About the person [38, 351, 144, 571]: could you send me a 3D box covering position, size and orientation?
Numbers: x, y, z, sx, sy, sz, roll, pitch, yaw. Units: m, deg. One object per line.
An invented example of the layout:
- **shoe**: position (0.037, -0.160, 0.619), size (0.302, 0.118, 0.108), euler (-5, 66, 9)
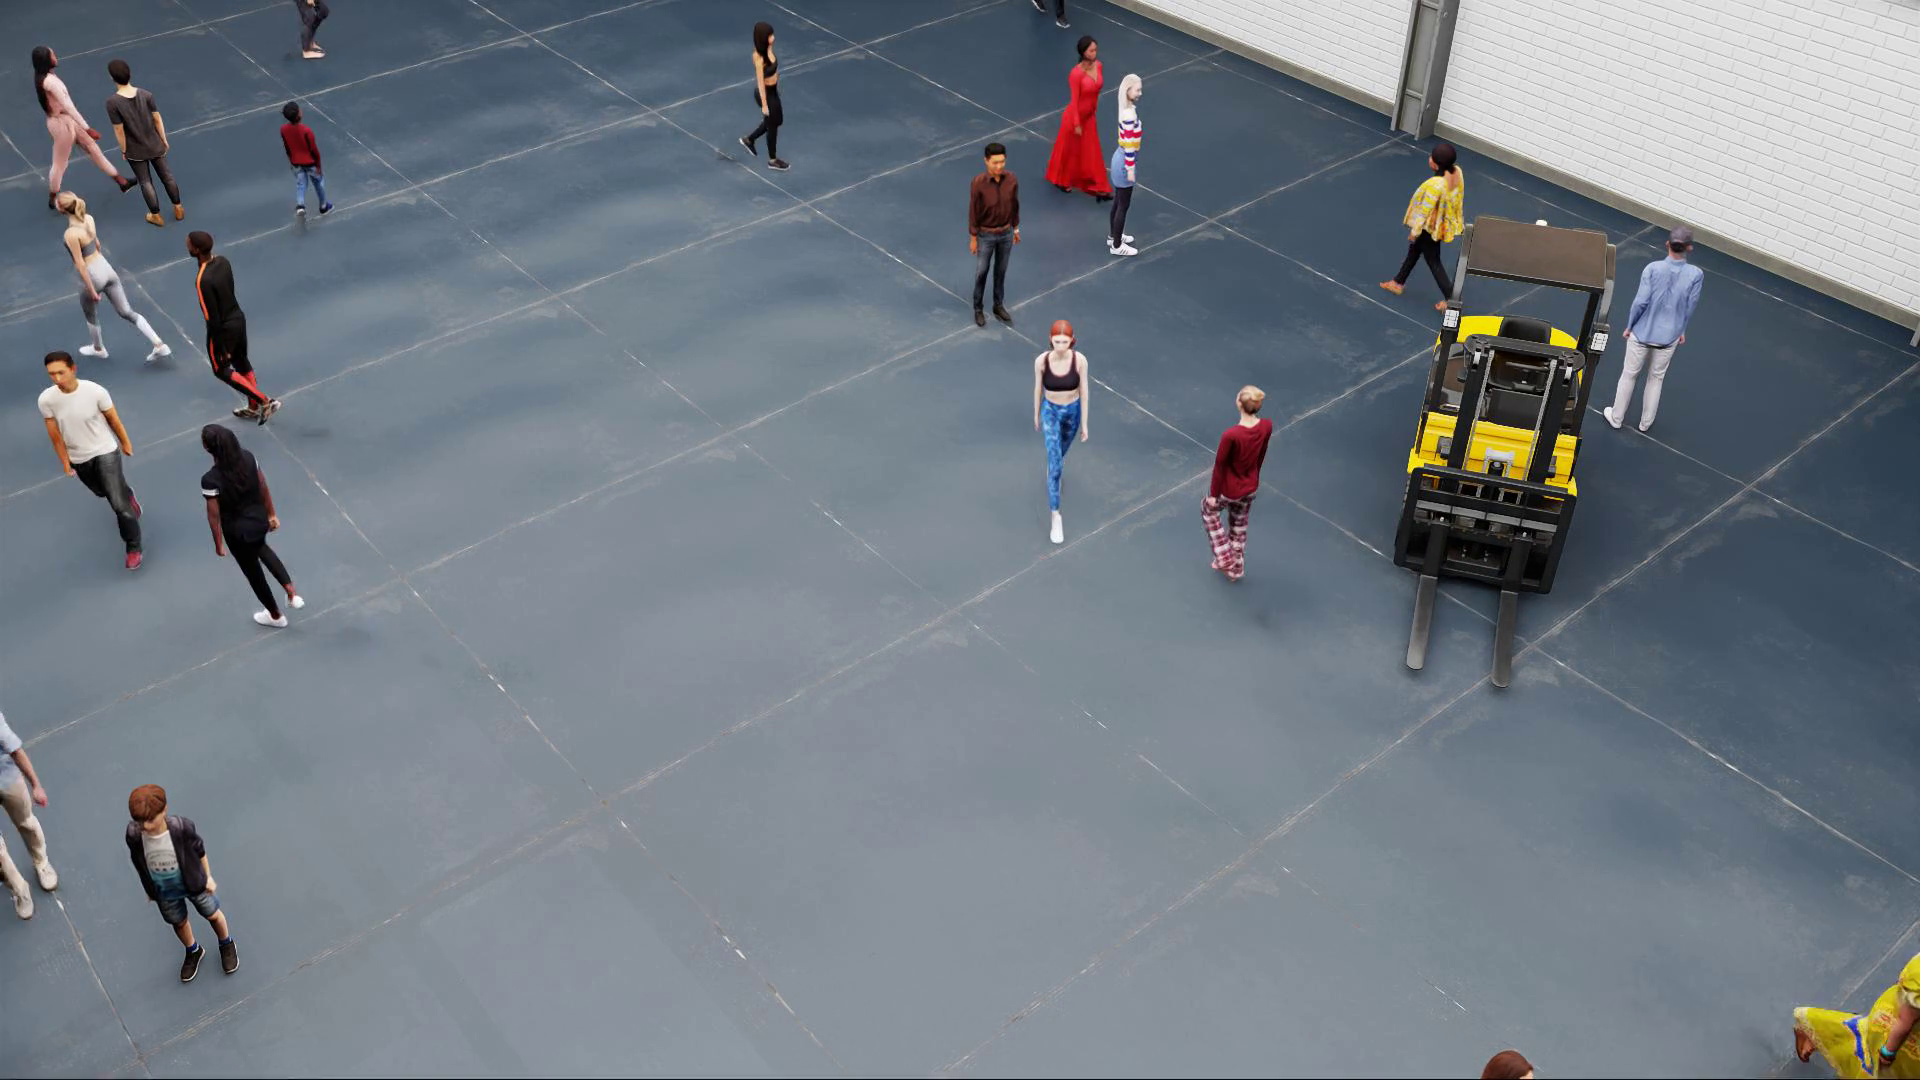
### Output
- **person**: position (-6.499, -0.700, 12.516), size (0.966, 1.767, 1.236), euler (-10, 40, -12)

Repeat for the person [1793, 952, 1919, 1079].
- **person**: position (4.826, 2.495, 8.618), size (0.759, 1.639, 1.156), euler (-28, 46, -30)

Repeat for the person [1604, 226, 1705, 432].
- **person**: position (5.734, -1.733, 13.705), size (0.715, 1.887, 0.801), euler (7, 39, 9)

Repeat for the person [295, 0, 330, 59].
- **person**: position (-7.930, -6.623, 19.948), size (0.866, 1.737, 0.798), euler (-8, 39, -9)

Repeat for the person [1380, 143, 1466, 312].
- **person**: position (4.427, -2.838, 15.305), size (1.120, 1.618, 0.890), euler (22, 43, 25)

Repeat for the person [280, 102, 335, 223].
- **person**: position (-6.656, -3.807, 16.817), size (0.749, 1.245, 0.817), euler (2, 39, 3)

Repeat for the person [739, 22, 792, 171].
- **person**: position (-2.116, -4.717, 17.647), size (0.898, 1.630, 0.820), euler (6, 39, 7)

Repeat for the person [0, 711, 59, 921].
- **person**: position (-5.755, 1.397, 9.834), size (0.686, 1.827, 0.693), euler (-27, 46, -30)

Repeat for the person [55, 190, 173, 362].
- **person**: position (-7.448, -2.260, 14.542), size (1.186, 1.666, 1.031), euler (8, 39, 10)

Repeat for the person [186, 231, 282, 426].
- **person**: position (-5.987, -1.731, 13.778), size (0.928, 1.792, 0.856), euler (7, 39, 9)

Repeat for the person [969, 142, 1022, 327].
- **person**: position (0.303, -2.793, 15.120), size (0.708, 1.778, 0.624), euler (-14, 41, -17)

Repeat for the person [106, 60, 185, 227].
- **person**: position (-8.182, -3.981, 16.655), size (0.609, 1.719, 0.537), euler (-27, 46, -30)

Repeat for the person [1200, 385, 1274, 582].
- **person**: position (2.060, -0.367, 12.156), size (0.705, 1.686, 0.693), euler (-17, 42, -20)

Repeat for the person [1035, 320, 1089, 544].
- **person**: position (0.780, -0.954, 12.853), size (1.053, 1.743, 1.236), euler (-2, 39, -2)

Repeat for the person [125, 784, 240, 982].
- **person**: position (-4.445, 1.936, 9.464), size (0.615, 1.446, 0.636), euler (-9, 39, -11)

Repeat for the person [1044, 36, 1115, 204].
- **person**: position (1.179, -4.332, 17.083), size (0.648, 1.742, 1.098), euler (-30, 47, -32)

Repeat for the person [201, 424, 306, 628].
- **person**: position (-4.972, -0.067, 11.748), size (0.804, 1.726, 0.756), euler (12, 40, 15)

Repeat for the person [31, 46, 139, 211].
- **person**: position (-9.161, -4.107, 16.861), size (0.863, 1.659, 1.182), euler (-18, 42, -21)

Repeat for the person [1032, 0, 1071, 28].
- **person**: position (1.136, -7.409, 20.959), size (0.721, 1.705, 1.162), euler (-20, 43, -23)

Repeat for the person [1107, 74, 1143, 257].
- **person**: position (1.597, -3.657, 16.178), size (0.780, 1.808, 0.697), euler (0, 39, 0)
